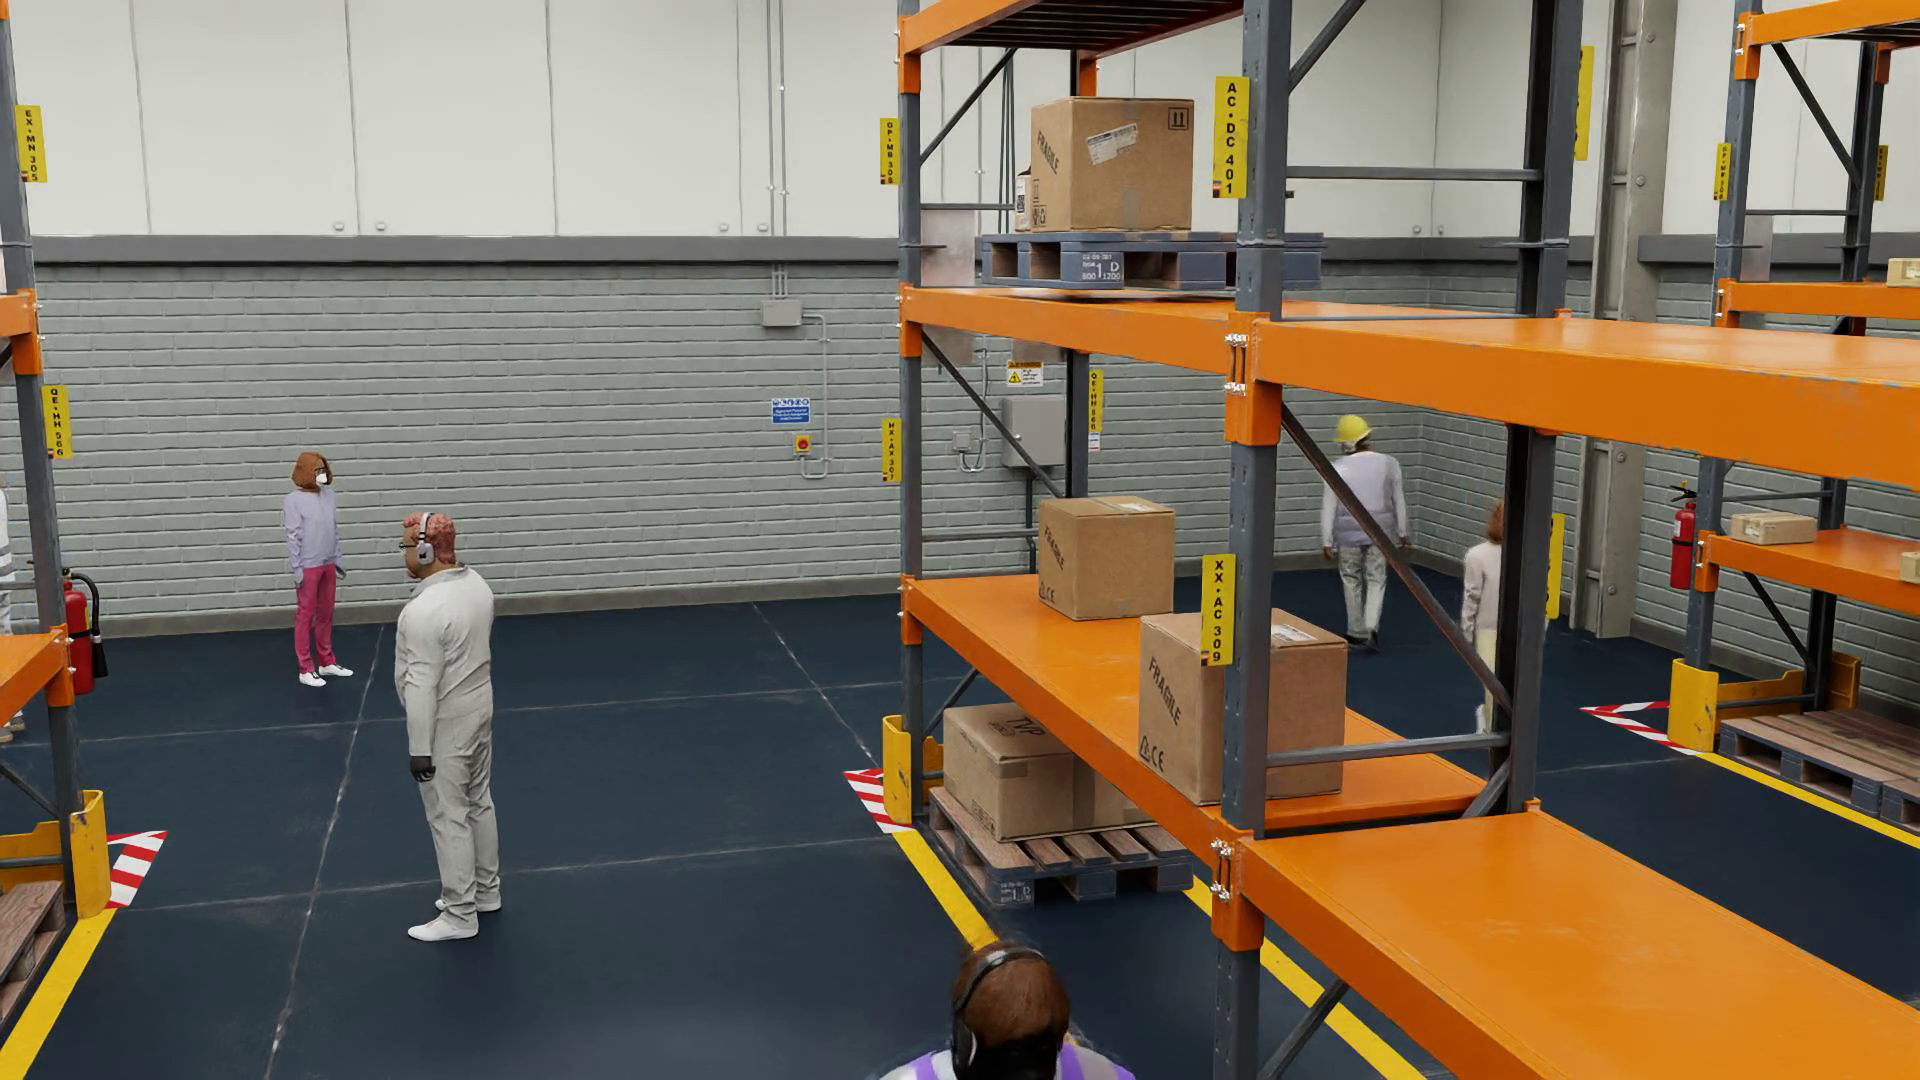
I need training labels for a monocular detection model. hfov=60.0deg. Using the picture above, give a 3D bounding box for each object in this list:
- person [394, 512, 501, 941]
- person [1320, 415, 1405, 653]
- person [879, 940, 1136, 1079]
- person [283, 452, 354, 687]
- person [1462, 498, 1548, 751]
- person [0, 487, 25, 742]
[{"bbox_3d":[-2.288,0.814,7.359,0.399,1.899,0.635,2,10,9],"label":"person"},{"bbox_3d":[3.025,-0.035,12.461,0.671,1.799,0.550,-1,10,-5],"label":"person"},{"bbox_3d":[0.065,1.589,3.233,0.627,1.802,0.929,-3,10,-16],"label":"person"},{"bbox_3d":[-4.496,0.193,11.635,0.285,1.633,0.497,3,10,17],"label":"person"},{"bbox_3d":[3.174,0.534,9.764,0.504,1.612,0.704,-1,10,-5],"label":"person"},{"bbox_3d":[-6.028,0.313,10.239,0.355,1.883,0.576,-2,10,-10],"label":"person"}]
